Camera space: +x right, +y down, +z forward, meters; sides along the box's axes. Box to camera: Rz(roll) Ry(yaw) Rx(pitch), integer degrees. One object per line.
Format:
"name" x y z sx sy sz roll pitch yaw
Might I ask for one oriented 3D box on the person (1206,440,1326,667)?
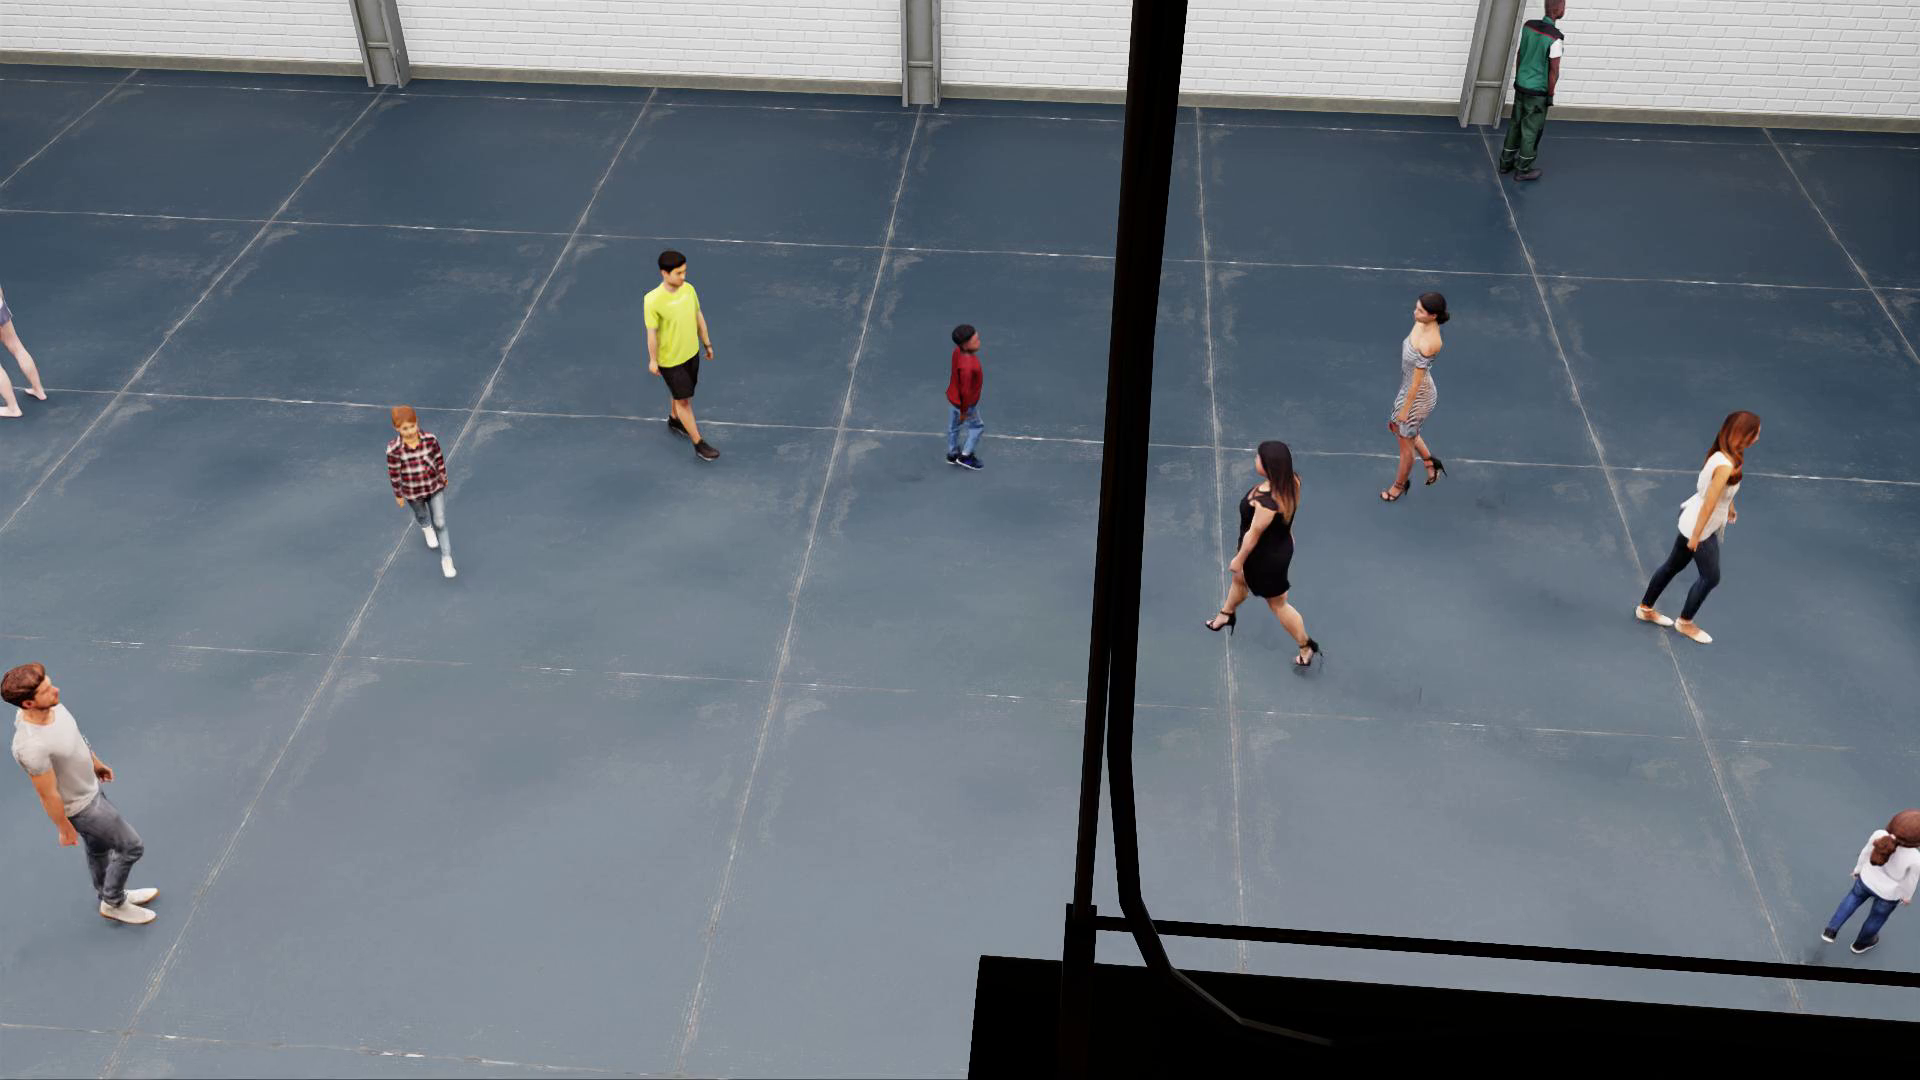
"person" 2.064 0.141 10.703 1.184 1.672 0.939 19 42 22

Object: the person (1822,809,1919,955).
"person" 4.972 1.862 9.000 0.659 1.107 0.589 -20 43 -23

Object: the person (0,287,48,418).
"person" -7.661 -1.780 13.034 0.648 1.765 0.651 16 41 19

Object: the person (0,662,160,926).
"person" -4.840 1.402 8.954 0.784 1.884 0.773 -15 41 -18

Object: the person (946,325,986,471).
"person" -0.035 -1.072 12.564 0.584 1.244 0.573 -10 40 -12

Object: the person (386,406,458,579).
"person" -3.808 -0.410 11.712 0.930 1.273 0.873 -16 41 -19

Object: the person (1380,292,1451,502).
"person" 3.384 -1.003 12.022 0.705 1.812 0.595 5 39 6

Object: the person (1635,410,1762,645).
"person" 4.781 -0.131 10.968 0.811 1.766 0.728 13 40 16

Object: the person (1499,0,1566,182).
"person" 5.626 -4.439 16.303 0.800 1.839 0.786 -18 42 -21

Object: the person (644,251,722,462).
"person" -2.199 -1.463 12.704 1.060 1.680 0.941 27 46 30
